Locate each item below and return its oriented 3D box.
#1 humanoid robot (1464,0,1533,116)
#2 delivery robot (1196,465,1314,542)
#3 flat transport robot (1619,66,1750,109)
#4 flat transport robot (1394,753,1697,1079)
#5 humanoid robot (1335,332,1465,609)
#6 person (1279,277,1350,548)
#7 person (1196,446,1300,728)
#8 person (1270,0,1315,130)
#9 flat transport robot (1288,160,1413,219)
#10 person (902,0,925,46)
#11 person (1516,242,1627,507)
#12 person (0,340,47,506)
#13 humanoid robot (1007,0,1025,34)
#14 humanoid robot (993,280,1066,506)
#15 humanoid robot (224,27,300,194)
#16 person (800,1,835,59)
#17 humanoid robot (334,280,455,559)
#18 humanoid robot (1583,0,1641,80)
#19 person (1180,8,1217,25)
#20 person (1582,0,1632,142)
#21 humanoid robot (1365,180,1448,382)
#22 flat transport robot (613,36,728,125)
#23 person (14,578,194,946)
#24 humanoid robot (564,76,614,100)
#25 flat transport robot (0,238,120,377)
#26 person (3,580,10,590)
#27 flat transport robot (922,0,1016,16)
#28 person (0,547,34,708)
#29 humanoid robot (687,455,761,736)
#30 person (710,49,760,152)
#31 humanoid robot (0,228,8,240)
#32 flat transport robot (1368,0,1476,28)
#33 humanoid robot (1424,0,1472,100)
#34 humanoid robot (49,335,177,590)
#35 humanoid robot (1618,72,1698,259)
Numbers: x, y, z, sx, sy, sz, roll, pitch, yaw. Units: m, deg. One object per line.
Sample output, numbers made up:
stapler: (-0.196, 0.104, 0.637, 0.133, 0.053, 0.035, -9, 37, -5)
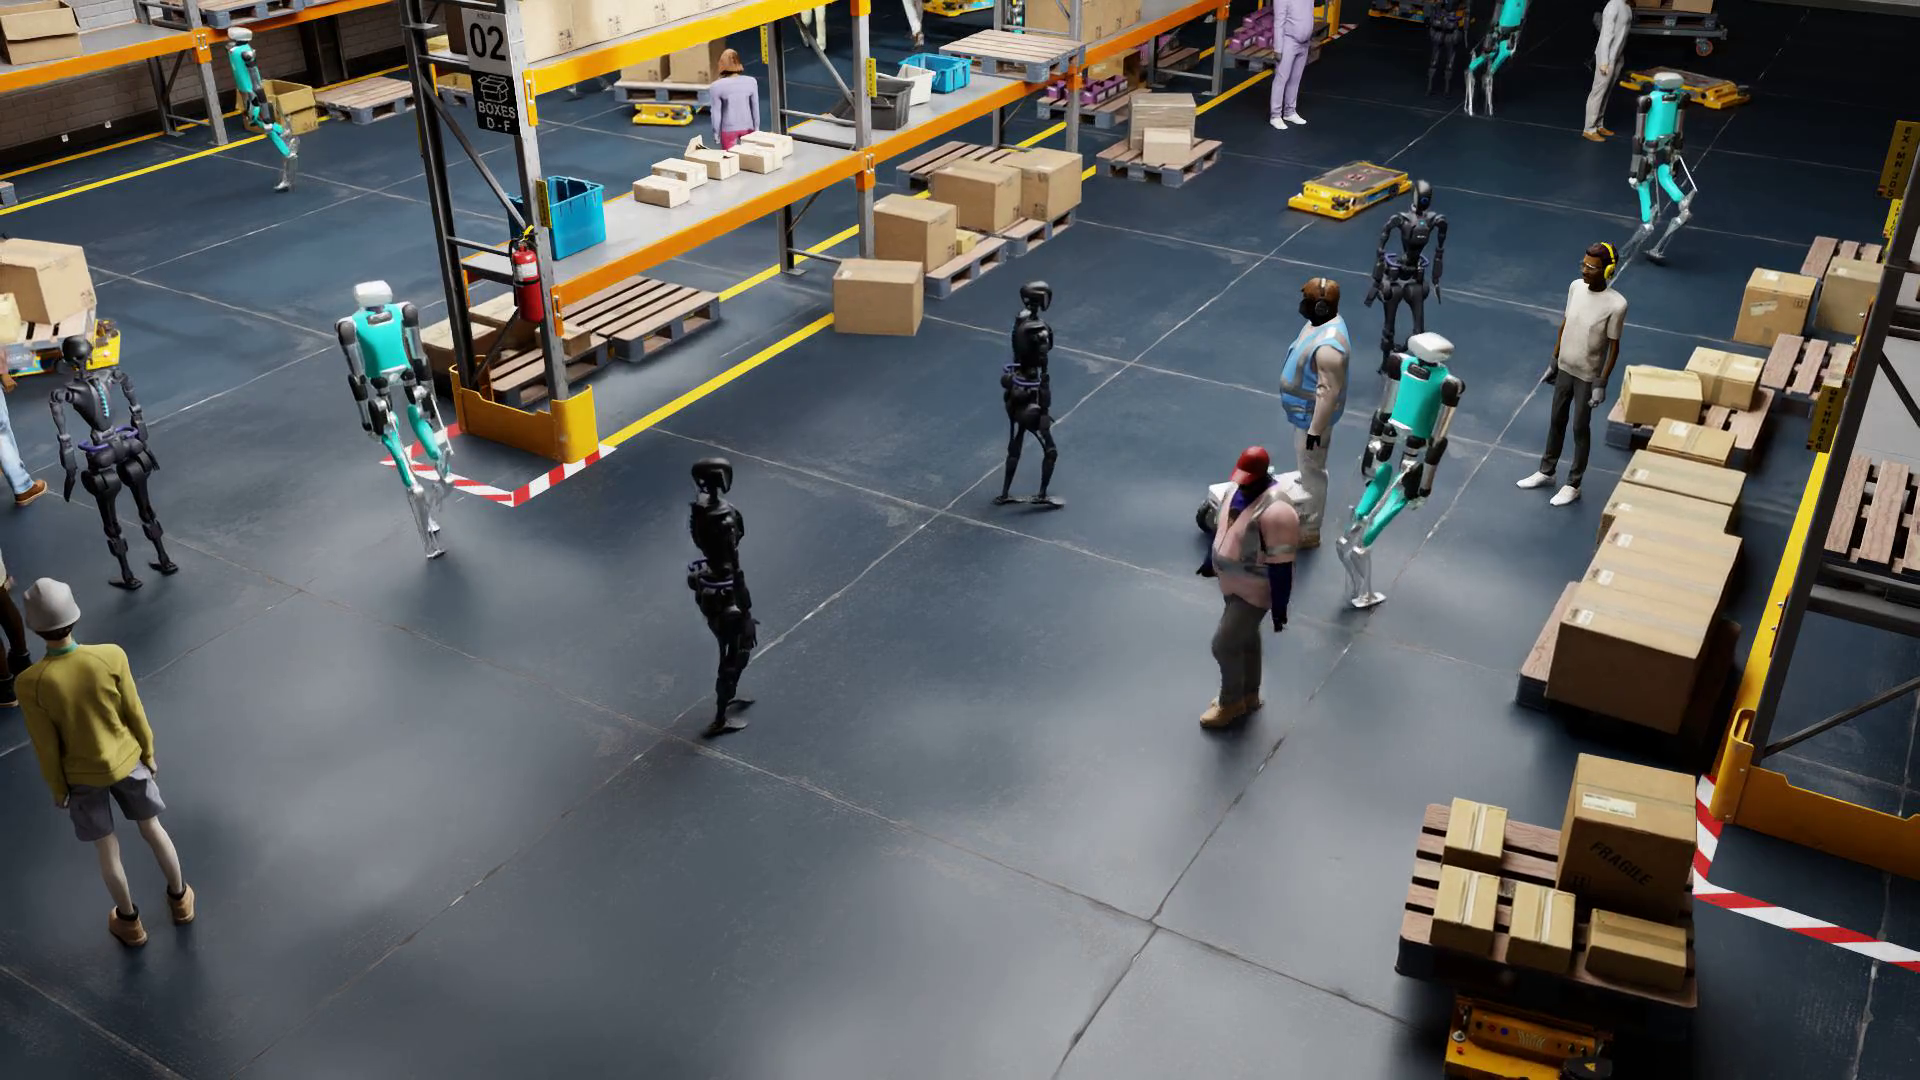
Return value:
humanoid robot: (6.408, -5.948, 20.033, 0.538, 1.813, 0.784, -13, 32, -22)
delivery robot: (1.991, -0.207, 11.019, 0.790, 0.597, 0.499, -9, 31, -16)
flat transport robot: (9.203, -5.756, 21.125, 0.659, 0.231, 1.431, -20, 35, -31)
flat transport robot: (2.613, 1.931, 7.526, 0.659, 0.231, 1.431, 10, 31, 18)
humanoid robot: (2.553, -0.335, 10.076, 0.731, 1.813, 0.551, -20, 35, -32)
person: (2.274, -0.825, 10.804, 0.429, 1.841, 0.633, 3, 30, 5)
person: (1.499, 0.258, 9.007, 0.568, 1.725, 0.696, -8, 31, -14)
person: (3.935, -5.828, 19.588, 0.650, 1.906, 0.413, -24, 37, -36)
flat transport robot: (4.114, -3.682, 17.455, 0.659, 0.231, 1.431, 24, 37, 36)
person: (-0.621, -7.880, 23.232, 0.630, 1.903, 0.853, -10, 31, -17)
person: (4.197, -1.131, 11.316, 0.329, 1.872, 0.507, -15, 33, -24)
person: (-6.714, -1.140, 11.207, 0.609, 1.995, 0.376, -3, 30, -5)
humanoid robot: (0.816, -6.594, 21.121, 0.543, 1.724, 1.028, 5, 30, 10)
humanoid robot: (0.468, -0.988, 11.266, 0.464, 1.646, 0.595, -9, 31, -16)
humanoid robot: (-7.151, -4.425, 17.389, 0.724, 1.900, 0.542, -25, 38, -37)
person: (-2.021, -7.515, 22.750, 0.591, 1.726, 0.567, -4, 30, -7)
humanoid robot: (-3.541, -0.699, 10.785, 0.548, 1.874, 0.823, -21, 36, -33)
humanoid robot: (8.599, -6.876, 21.729, 0.739, 1.655, 0.595, 23, 37, 35)
person: (3.510, -8.437, 24.311, 0.543, 1.795, 0.947, 25, 38, 36)
person: (7.507, -5.572, 19.152, 0.366, 1.892, 0.558, 21, 36, 33)
humanoid robot: (3.509, -2.060, 13.151, 0.611, 1.643, 0.387, -4, 30, -7)
flat transport robot: (-3.496, -5.383, 20.463, 0.659, 0.231, 1.431, 4, 30, 7)
person: (-3.865, 1.022, 7.489, 0.473, 1.891, 0.398, -21, 36, -33)
humanoid robot: (-4.764, -6.375, 20.788, 0.530, 1.781, 1.026, 23, 36, 34)
flat transport robot: (-7.687, -1.521, 13.633, 1.431, 0.231, 0.659, -11, 31, -19)
person: (-6.193, -0.284, 9.768, 0.623, 1.922, 1.025, 8, 30, 13)
flat transport robot: (0.168, -8.307, 25.636, 1.431, 0.231, 0.659, -22, 36, -34)
person: (-5.526, 0.020, 9.198, 0.378, 1.961, 0.604, -3, 30, -4)
humanoid robot: (-1.256, 0.298, 8.982, 0.448, 1.647, 0.587, -15, 33, -25)
person: (-2.278, -4.162, 16.926, 0.499, 1.628, 0.284, -10, 31, -17)
humanoid robot: (-8.545, -2.684, 14.253, 0.385, 1.651, 0.603, 19, 35, 30)
flat transport robot: (6.910, -7.882, 24.884, 0.659, 0.231, 1.431, -26, 39, -38)
humanoid robot: (6.094, -6.387, 20.794, 0.315, 1.657, 0.599, -24, 37, -36)
humanoid robot: (-5.316, -0.497, 10.385, 0.326, 1.652, 0.599, 18, 34, 29)
humanoid robot: (6.554, -3.366, 15.437, 0.538, 1.802, 0.796, -9, 31, -15)
